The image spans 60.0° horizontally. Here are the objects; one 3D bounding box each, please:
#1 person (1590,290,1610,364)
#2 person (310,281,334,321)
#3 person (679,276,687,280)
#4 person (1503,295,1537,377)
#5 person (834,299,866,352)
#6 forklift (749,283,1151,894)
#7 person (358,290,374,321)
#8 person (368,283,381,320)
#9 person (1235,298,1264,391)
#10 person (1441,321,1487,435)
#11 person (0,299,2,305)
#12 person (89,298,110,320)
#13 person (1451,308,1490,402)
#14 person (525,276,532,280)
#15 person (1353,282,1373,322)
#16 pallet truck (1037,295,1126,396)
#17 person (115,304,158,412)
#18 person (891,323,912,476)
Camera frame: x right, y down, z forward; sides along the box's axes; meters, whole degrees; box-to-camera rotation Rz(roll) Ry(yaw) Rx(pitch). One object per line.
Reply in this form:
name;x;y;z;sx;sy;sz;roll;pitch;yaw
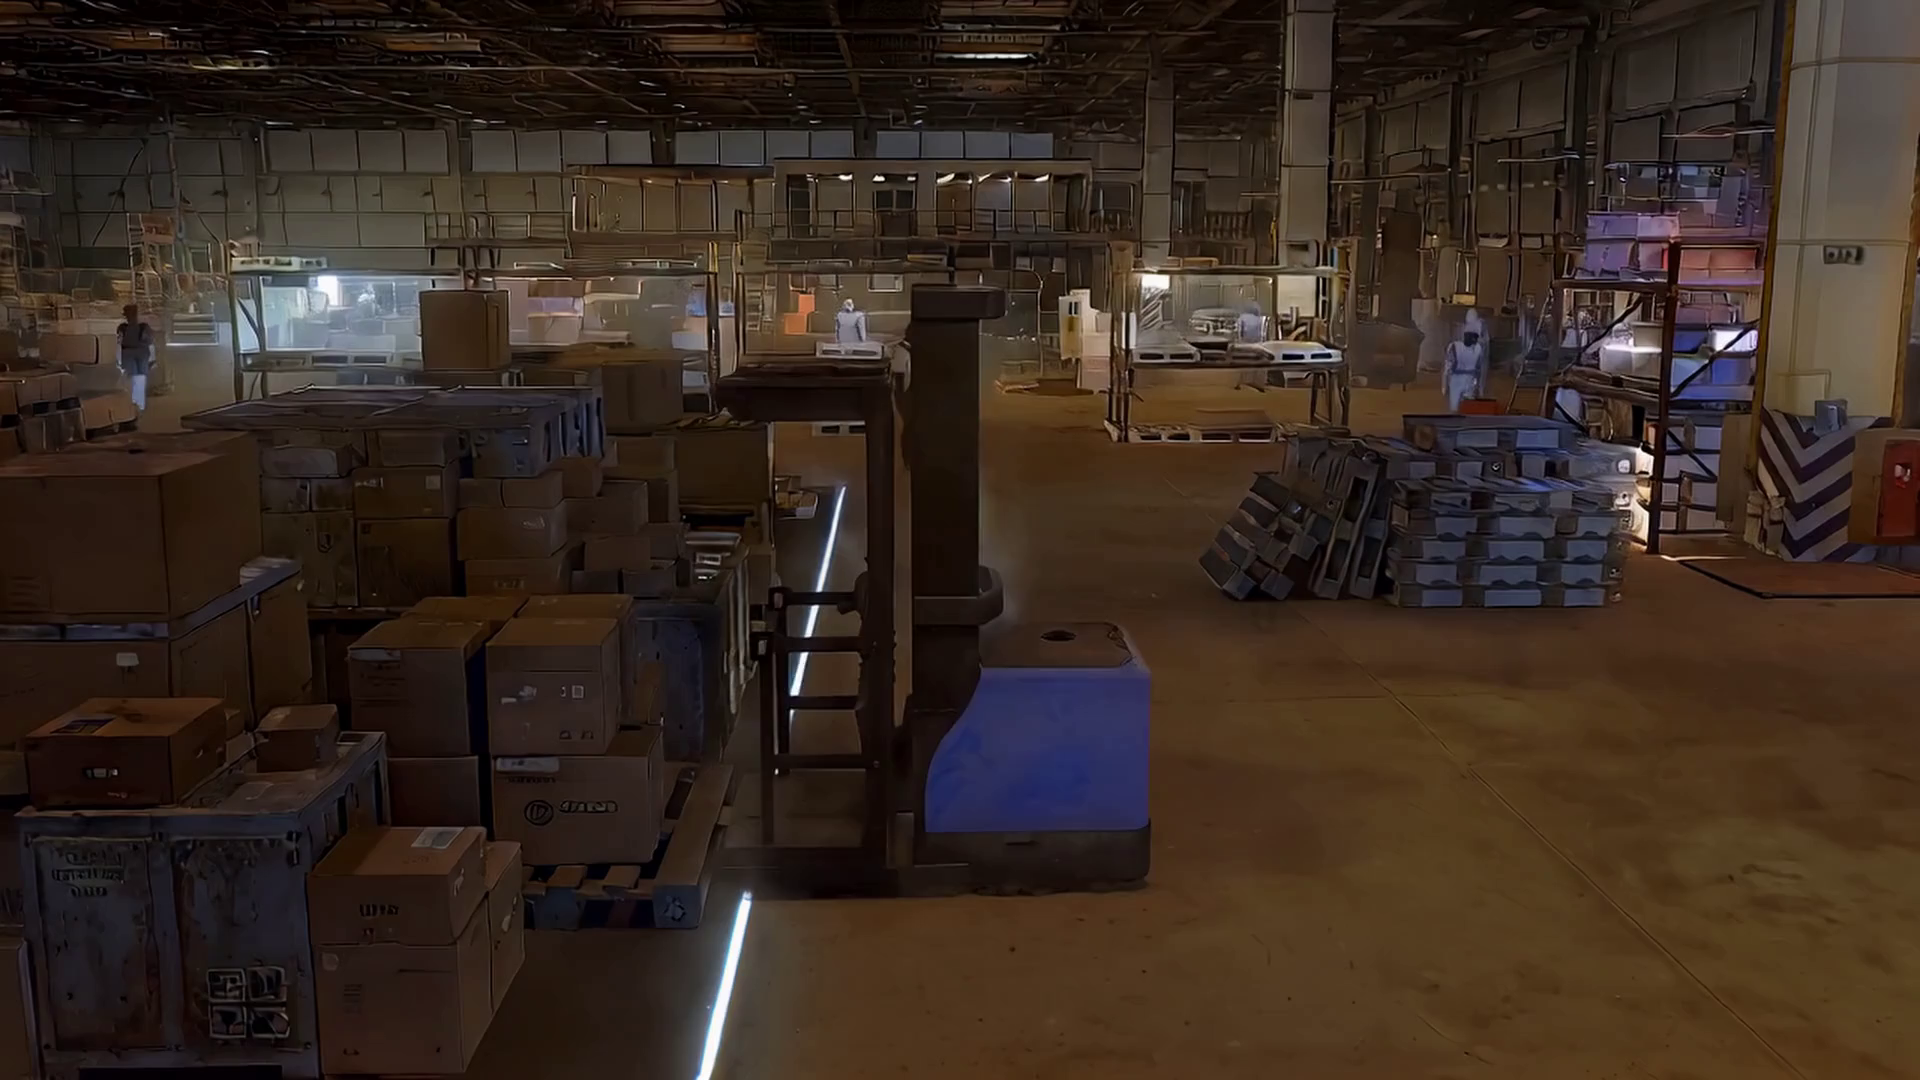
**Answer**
person;16.021;-5.381;41.425;0.378;1.995;0.608;-2;10;-8
person;-18.535;-6.571;48.330;0.603;1.901;0.573;3;11;16
person;-9.175;-7.940;55.956;0.781;1.911;0.567;-5;12;-28
person;12.646;-4.575;37.356;0.635;1.855;0.515;7;12;32
person;-2.236;-3.958;33.805;0.648;1.892;1.016;0;10;2
forklift;-0.055;0.174;8.009;1.873;2.768;1.129;0;10;-2
person;-16.085;-5.885;44.987;0.383;1.730;0.486;3;11;18
person;-16.728;-6.420;47.576;0.324;1.868;0.524;-8;13;-39
person;5.930;-3.948;33.752;0.641;1.881;0.806;-4;11;-24
person;7.317;-2.217;24.078;0.597;1.886;0.731;-1;10;-5
person;-31.310;-7.514;53.869;0.617;1.792;0.697;8;13;38
person;-19.671;-4.653;38.044;0.542;1.750;0.367;1;10;7
person;9.482;-3.405;30.954;0.671;1.796;0.933;6;12;32
person;-17.422;-9.914;67.260;0.985;1.785;0.517;9;13;40
person;11.406;-6.366;47.198;0.634;1.899;1.012;-1;10;-6
pallet truck;2.483;-3.881;33.060;1.885;1.965;0.823;-7;13;-36
person;-14.730;-3.234;29.650;0.634;1.917;0.992;-1;10;-8
person;-0.554;-1.860;21.682;0.535;2.000;0.685;7;12;34
